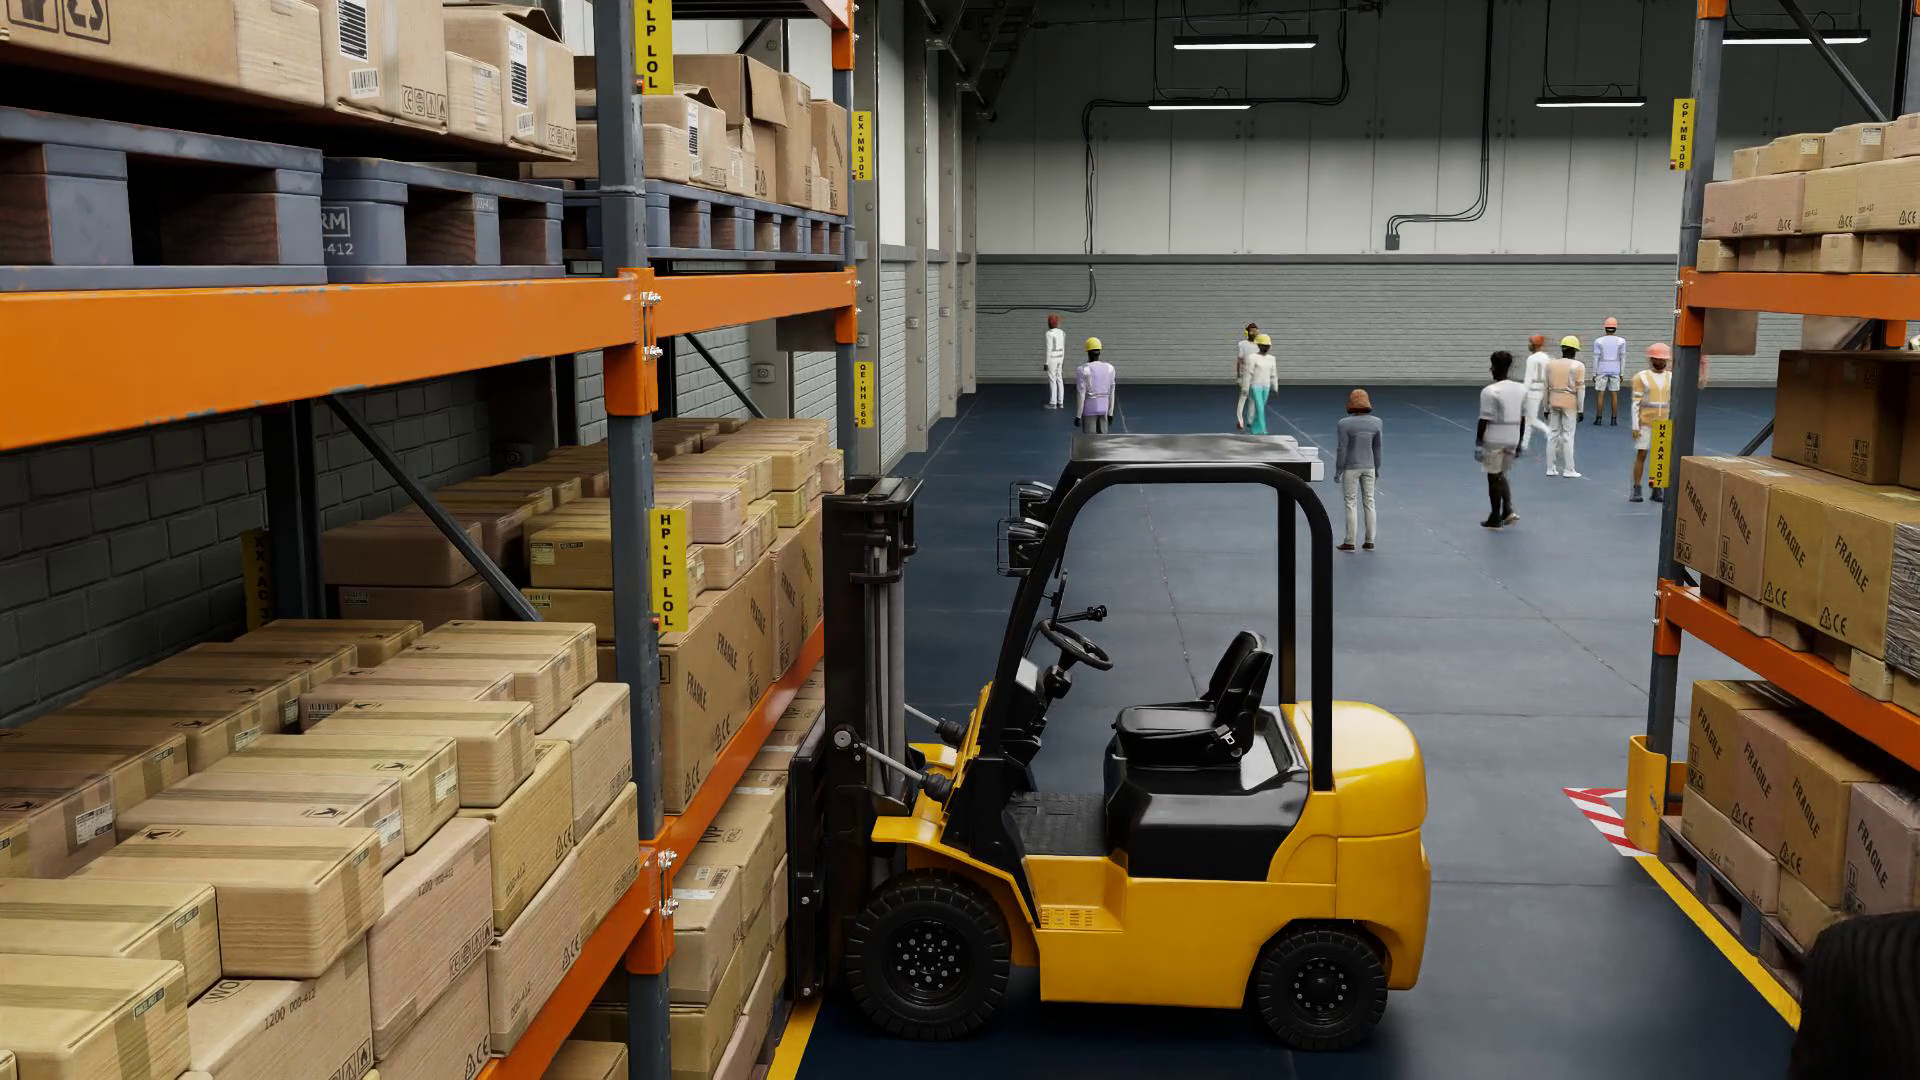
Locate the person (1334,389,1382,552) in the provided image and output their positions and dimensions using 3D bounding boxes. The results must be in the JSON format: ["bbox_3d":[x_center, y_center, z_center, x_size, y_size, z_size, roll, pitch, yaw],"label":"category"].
[{"bbox_3d":[3.987,-0.695,16.683,0.505,1.631,0.281,-3,10,-17],"label":"person"}]

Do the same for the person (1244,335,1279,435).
[{"bbox_3d":[4.963,-2.457,27.021,0.553,1.730,0.834,-5,11,-28],"label":"person"}]

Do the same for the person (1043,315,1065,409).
[{"bbox_3d":[1.887,-3.572,33.358,0.337,1.882,0.583,7,12,38],"label":"person"}]

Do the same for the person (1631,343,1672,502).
[{"bbox_3d":[8.407,-1.414,20.160,0.572,1.930,0.363,0,9,-3],"label":"person"}]

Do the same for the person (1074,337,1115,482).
[{"bbox_3d":[1.757,-1.692,21.845,0.591,1.923,0.381,-5,11,-28],"label":"person"}]

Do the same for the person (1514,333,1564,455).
[{"bbox_3d":[8.686,-2.171,24.957,0.816,1.859,0.587,8,12,40],"label":"person"}]

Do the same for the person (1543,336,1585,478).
[{"bbox_3d":[8.193,-1.803,22.545,0.392,1.916,0.587,-8,12,-39],"label":"person"}]

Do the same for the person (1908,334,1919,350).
[{"bbox_3d":[18.366,-3.254,31.664,0.625,1.821,0.750,5,10,26],"label":"person"}]

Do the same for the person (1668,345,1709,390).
[{"bbox_3d":[12.293,-2.729,28.042,0.624,1.948,0.960,2,10,14],"label":"person"}]

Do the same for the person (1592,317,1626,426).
[{"bbox_3d":[11.605,-3.007,29.774,0.545,1.938,0.359,2,10,13],"label":"person"}]

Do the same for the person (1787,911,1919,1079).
[{"bbox_3d":[1.908,1.379,3.135,0.653,1.945,0.862,3,10,16],"label":"person"}]

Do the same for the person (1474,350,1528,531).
[{"bbox_3d":[5.813,-1.069,17.965,0.632,1.954,0.419,-5,11,-27],"label":"person"}]

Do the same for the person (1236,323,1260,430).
[{"bbox_3d":[5.069,-2.859,29.085,0.533,1.868,0.310,-5,10,-26],"label":"person"}]
